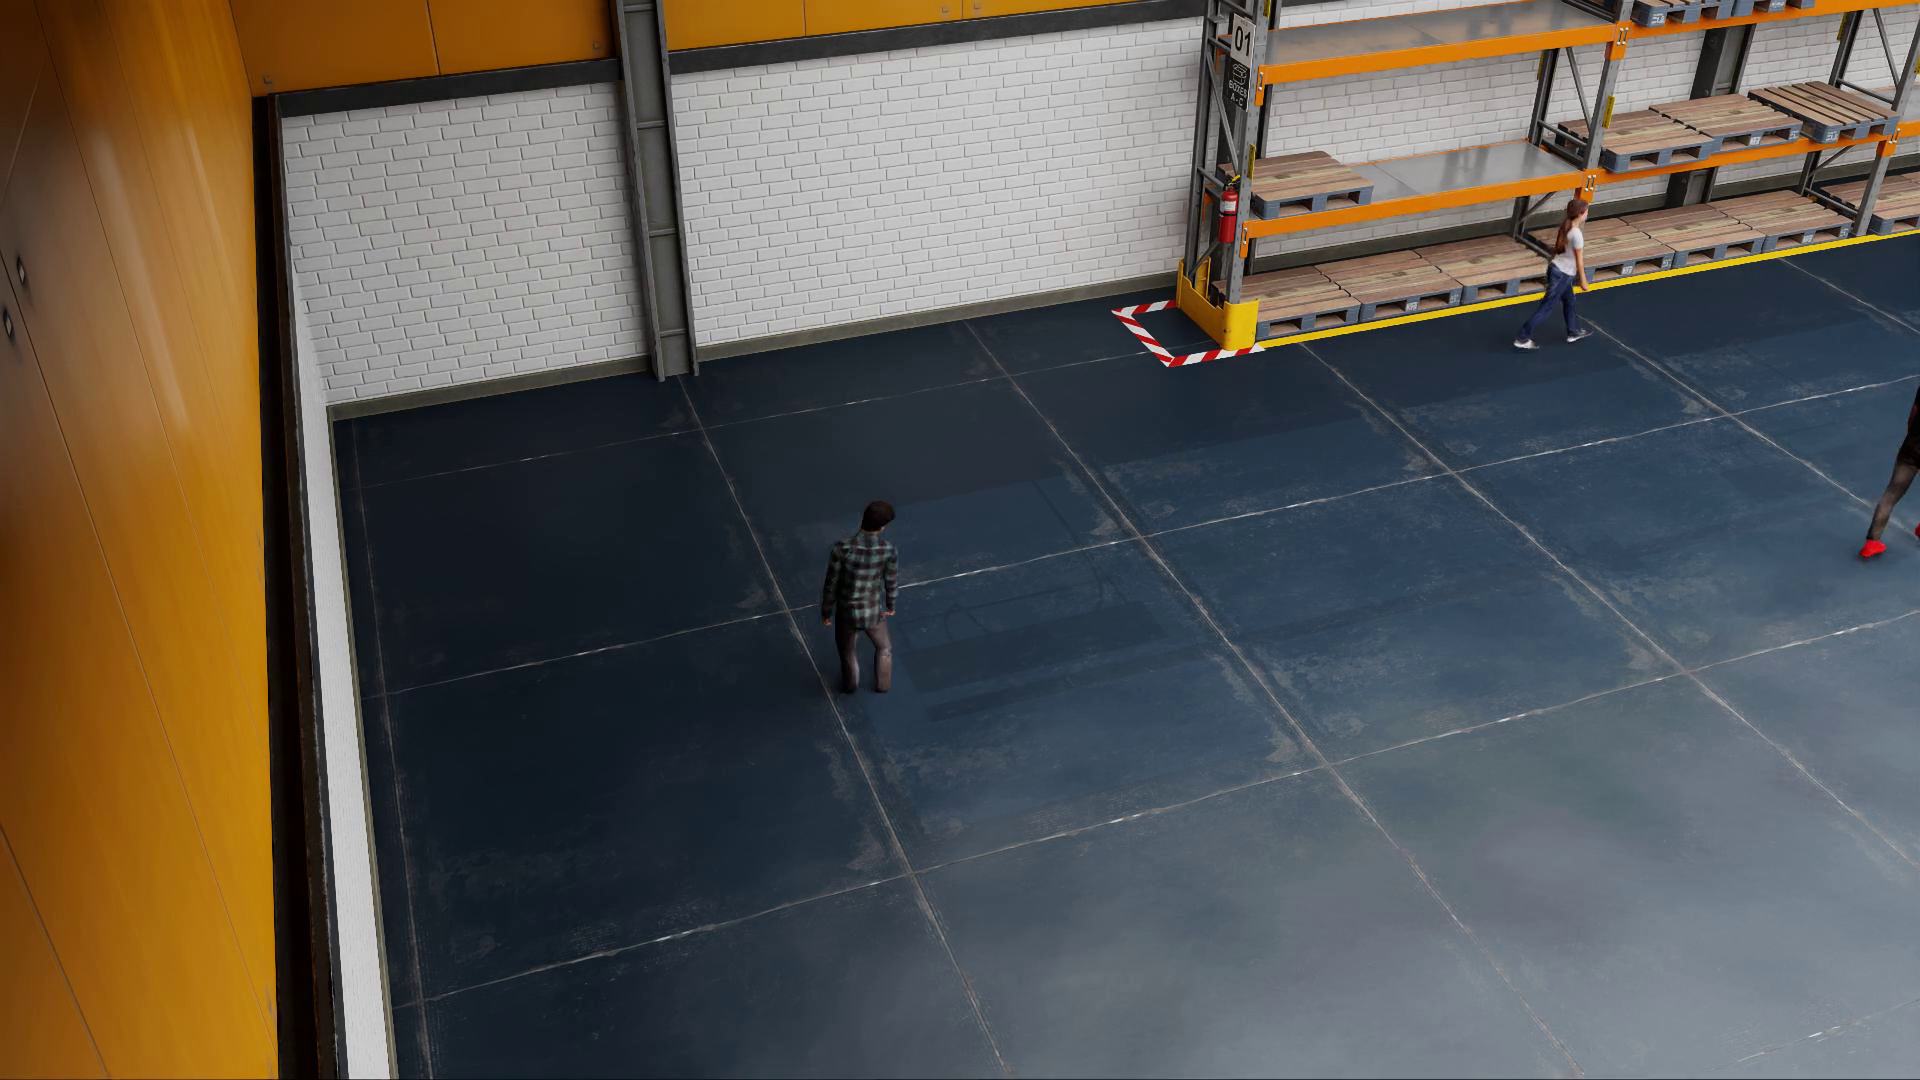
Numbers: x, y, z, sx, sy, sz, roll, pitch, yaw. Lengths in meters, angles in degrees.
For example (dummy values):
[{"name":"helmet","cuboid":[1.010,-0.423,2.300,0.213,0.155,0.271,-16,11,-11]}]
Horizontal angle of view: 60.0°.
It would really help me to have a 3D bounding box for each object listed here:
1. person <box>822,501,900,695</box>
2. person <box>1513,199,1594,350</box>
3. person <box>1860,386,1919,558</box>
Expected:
[{"name":"person","cuboid":[-0.730,0.500,11.675,0.522,1.678,0.822,-18,38,-25]},{"name":"person","cuboid":[5.756,-2.535,16.091,1.119,1.522,0.736,-3,34,-4]},{"name":"person","cuboid":[7.483,-0.627,13.005,1.231,1.760,0.889,-23,40,-31]}]
